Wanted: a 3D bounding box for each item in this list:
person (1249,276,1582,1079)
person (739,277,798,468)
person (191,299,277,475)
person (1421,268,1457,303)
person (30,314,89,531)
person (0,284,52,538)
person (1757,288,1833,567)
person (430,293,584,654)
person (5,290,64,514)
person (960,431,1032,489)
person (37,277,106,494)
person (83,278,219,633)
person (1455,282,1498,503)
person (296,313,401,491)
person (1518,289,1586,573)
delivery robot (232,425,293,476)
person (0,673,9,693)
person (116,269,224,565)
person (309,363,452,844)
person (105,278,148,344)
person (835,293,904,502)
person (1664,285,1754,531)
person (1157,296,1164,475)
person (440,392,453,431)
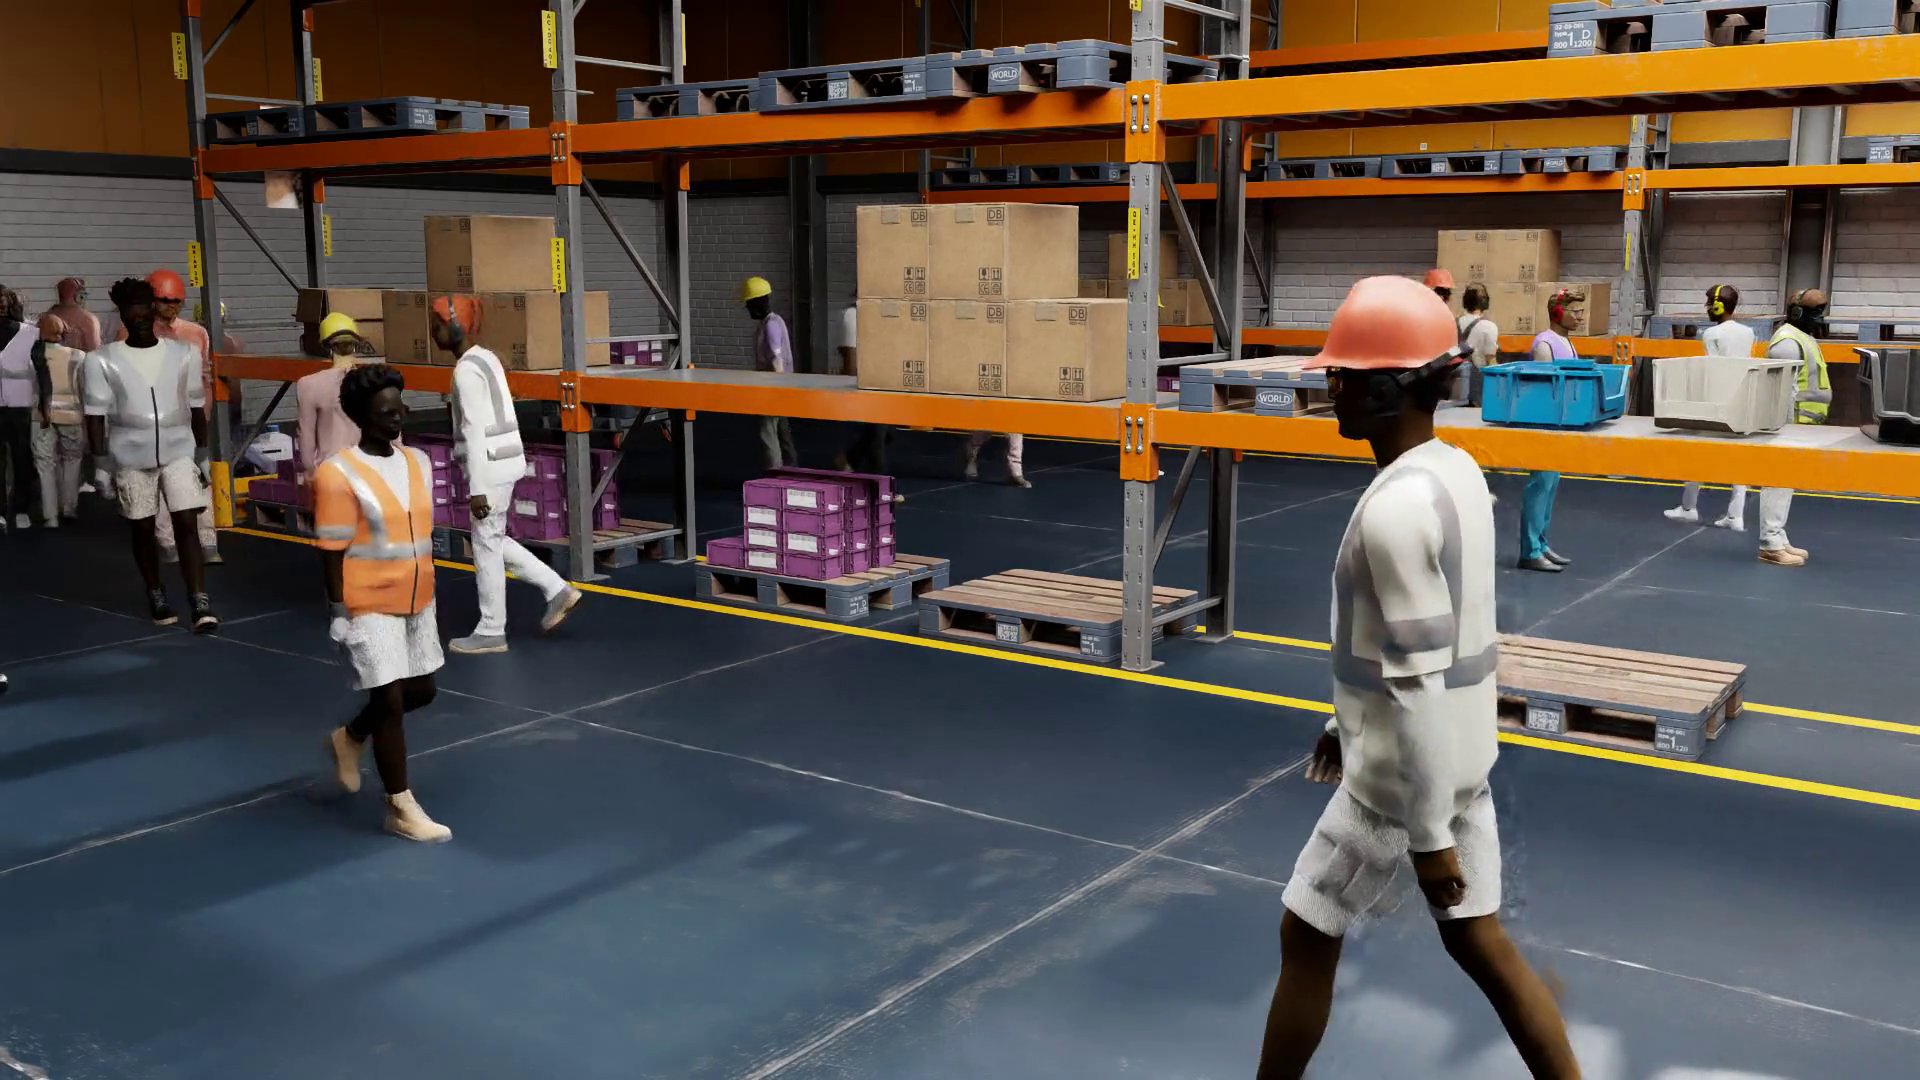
[{"bbox_3d":[0.960,0.459,3.472,1.034,2.001,0.616,6,11,32],"label":"person"},{"bbox_3d":[-1.616,-1.286,14.148,0.498,1.895,0.640,-1,10,-6],"label":"person"},{"bbox_3d":[-6.033,-1.137,13.716,0.531,1.729,0.734,6,11,32],"label":"person"},{"bbox_3d":[4.320,-1.537,15.441,0.923,1.964,0.622,9,13,42],"label":"person"},{"bbox_3d":[-6.872,-0.898,12.629,0.565,1.614,0.615,-5,11,-27],"label":"person"},{"bbox_3d":[-7.034,-0.955,12.269,0.611,1.853,1.034,-6,11,-31],"label":"person"},{"bbox_3d":[5.582,-0.755,11.137,0.430,1.840,0.625,6,11,34],"label":"person"},{"bbox_3d":[-2.350,-0.328,8.516,0.602,1.863,0.597,-1,10,-8],"label":"person"},{"bbox_3d":[-7.416,-1.041,12.970,0.658,1.787,0.973,5,11,28],"label":"person"},{"bbox_3d":[0.346,-1.459,14.919,0.628,1.979,0.699,-8,12,-38],"label":"person"},{"bbox_3d":[-7.627,-1.296,14.206,0.677,1.888,0.612,3,10,19],"label":"person"},{"bbox_3d":[-4.329,-0.433,8.957,0.637,1.916,0.956,-7,12,-34],"label":"person"},{"bbox_3d":[4.288,-1.227,13.926,0.333,1.845,0.514,-6,11,-33],"label":"person"},{"bbox_3d":[-3.408,-0.385,9.234,0.522,1.725,0.831,-7,12,-35],"label":"person"},{"bbox_3d":[3.862,-0.722,10.926,0.373,1.840,0.572,6,11,30],"label":"person"},{"bbox_3d":[-6.118,-0.782,14.836,0.477,0.478,0.707,7,12,36],"label":"delivery robot"},{"bbox_3d":[-4.777,-0.173,7.506,1.006,1.887,0.649,6,11,31],"label":"person"},{"bbox_3d":[-5.185,-0.786,10.954,0.605,1.954,0.854,-7,12,-37],"label":"person"},{"bbox_3d":[-2.073,0.214,5.849,0.625,1.679,0.540,5,11,26],"label":"person"},{"bbox_3d":[-6.574,-1.172,13.464,0.668,1.883,0.581,7,12,35],"label":"person"},{"bbox_3d":[-0.782,-1.354,14.105,0.768,2.000,0.689,6,11,32],"label":"person"},{"bbox_3d":[5.771,-1.016,12.699,0.536,1.832,0.821,-3,10,-15],"label":"person"},{"bbox_3d":[1.758,-1.487,15.790,0.313,1.741,0.487,-3,10,-16],"label":"person"},{"bbox_3d":[-5.082,-1.688,16.555,0.669,1.890,0.665,8,13,40],"label":"person"}]
